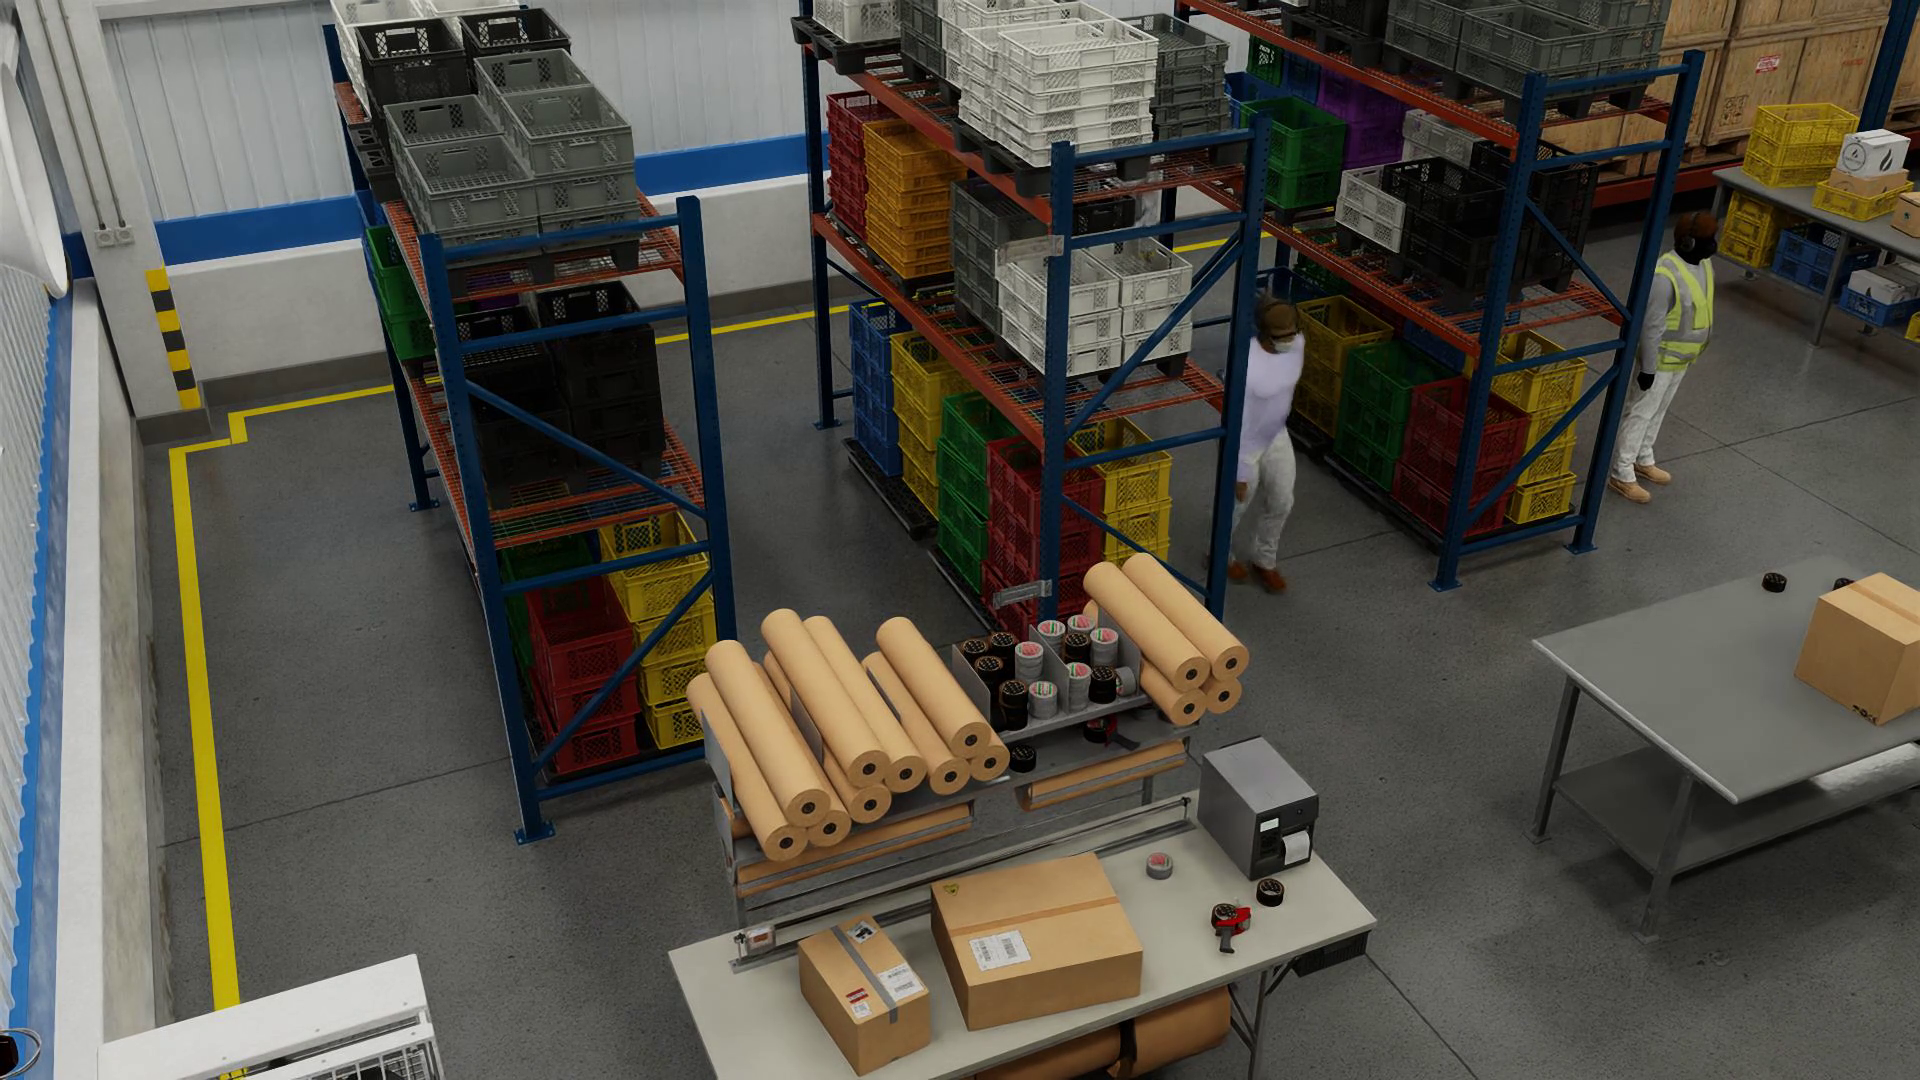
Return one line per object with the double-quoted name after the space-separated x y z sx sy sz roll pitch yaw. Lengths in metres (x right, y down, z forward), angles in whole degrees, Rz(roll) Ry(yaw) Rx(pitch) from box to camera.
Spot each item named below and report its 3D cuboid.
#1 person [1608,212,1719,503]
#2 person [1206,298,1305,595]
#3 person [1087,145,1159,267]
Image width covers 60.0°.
4.385 -1.142 10.310 0.429 1.847 0.626 27 40 36 "person"
1.642 -0.512 9.237 0.649 1.892 0.628 -23 38 -32 "person"
1.116 -2.210 12.041 0.582 1.857 0.827 1 32 1 "person"
